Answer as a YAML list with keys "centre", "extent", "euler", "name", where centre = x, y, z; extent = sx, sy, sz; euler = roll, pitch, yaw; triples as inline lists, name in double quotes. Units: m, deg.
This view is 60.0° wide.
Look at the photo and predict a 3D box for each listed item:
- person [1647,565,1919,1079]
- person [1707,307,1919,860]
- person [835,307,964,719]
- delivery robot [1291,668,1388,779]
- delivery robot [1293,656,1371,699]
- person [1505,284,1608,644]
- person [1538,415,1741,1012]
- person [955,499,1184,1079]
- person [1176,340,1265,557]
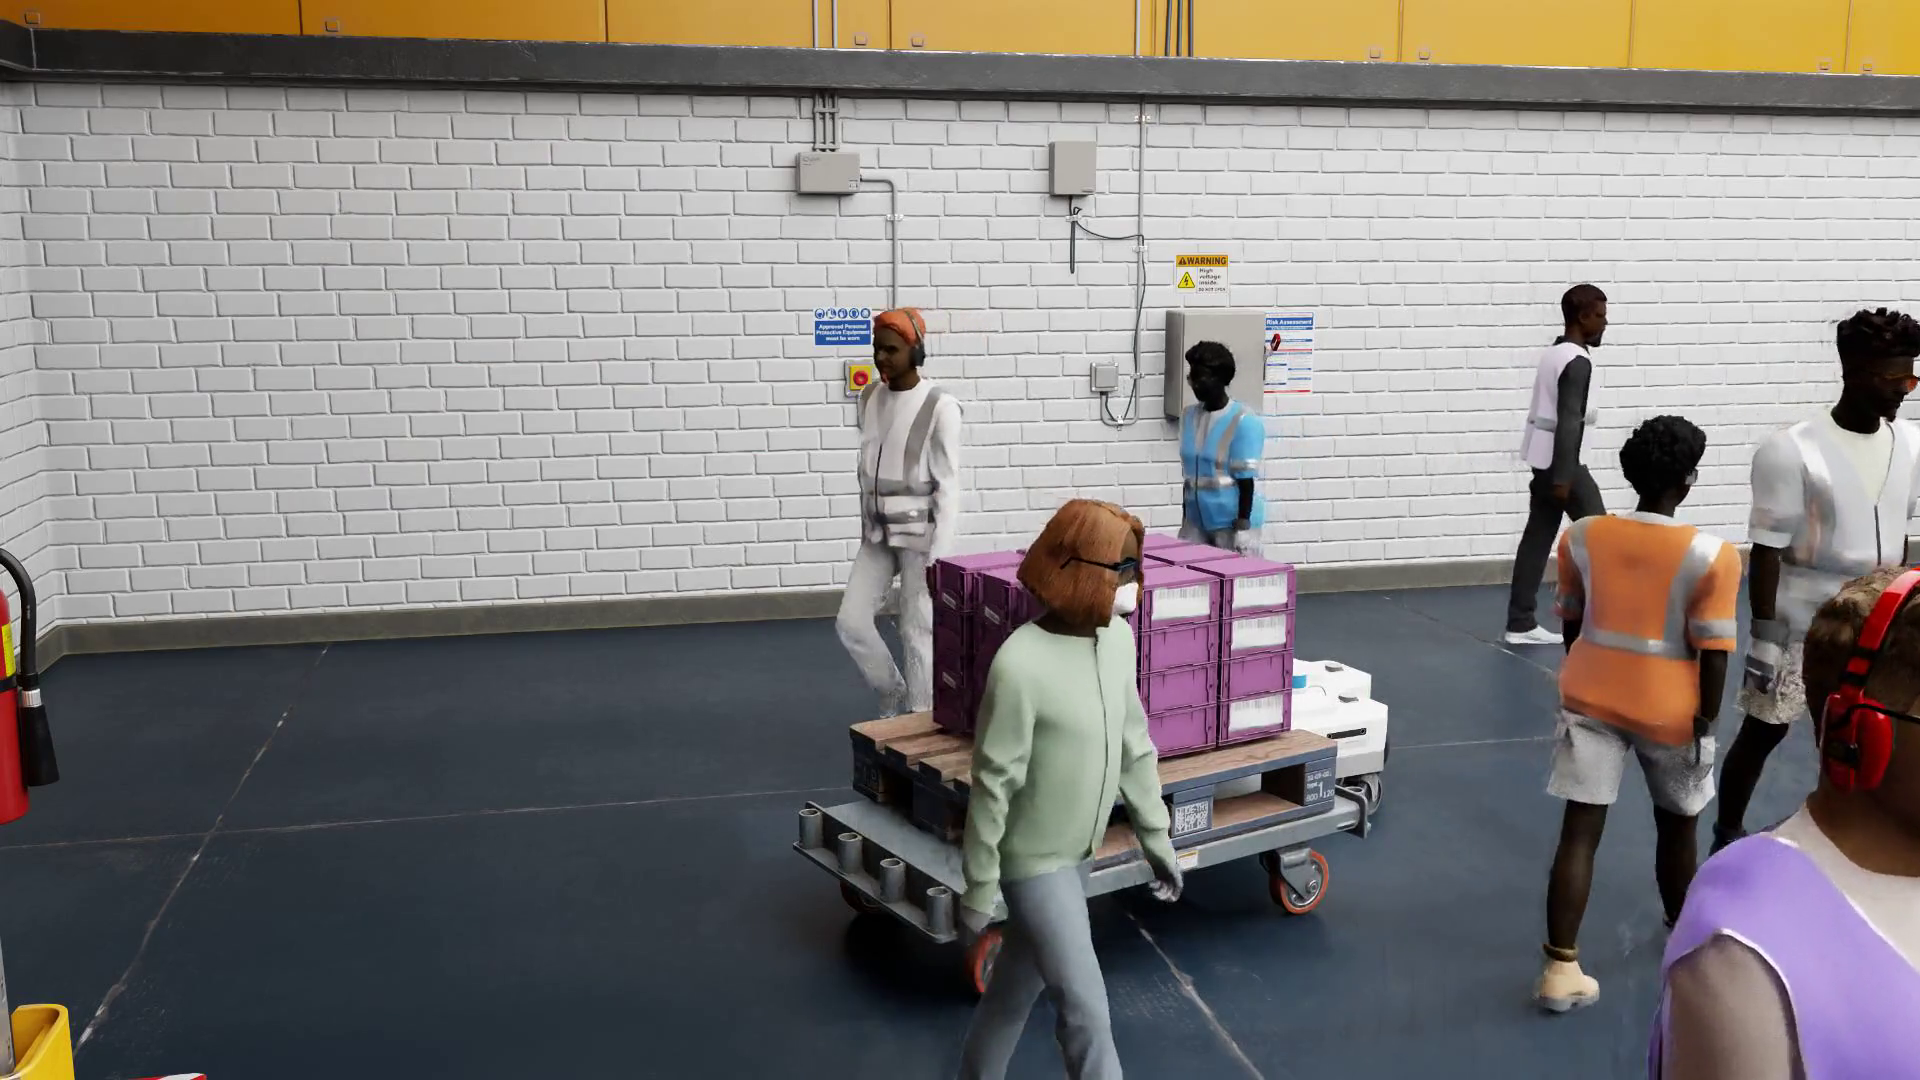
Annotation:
- centre: [0.889, 0.905, 1.857]
  extent: [0.575, 1.818, 0.809]
  euler: [-8, 13, -38]
  name: "person"
- centre: [2.722, 0.259, 5.113]
  extent: [0.626, 1.923, 0.882]
  euler: [-3, 11, -14]
  name: "person"
- centre: [-0.246, 0.014, 6.647]
  extent: [0.428, 1.859, 0.606]
  euler: [-10, 14, -43]
  name: "person"
- centre: [1.220, 0.715, 6.126]
  extent: [0.707, 0.478, 0.477]
  euler: [-5, 11, -26]
  name: "delivery robot"
- centre: [1.258, 0.636, 6.563]
  extent: [0.707, 0.478, 0.477]
  euler: [-5, 11, -24]
  name: "delivery robot"
- centre: [3.253, -0.369, 8.662]
  extent: [0.786, 1.890, 0.609]
  euler: [1, 10, 5]
  name: "person"
- centre: [1.911, 0.472, 4.695]
  extent: [0.540, 1.652, 0.863]
  euler: [9, 14, 41]
  name: "person"
- centre: [0.296, 0.708, 3.530]
  extent: [0.836, 1.585, 0.500]
  euler: [6, 12, 30]
  name: "person"
- centre: [1.182, -0.081, 7.665]
  extent: [0.366, 1.673, 0.548]
  euler: [-8, 13, -37]
  name: "person"
